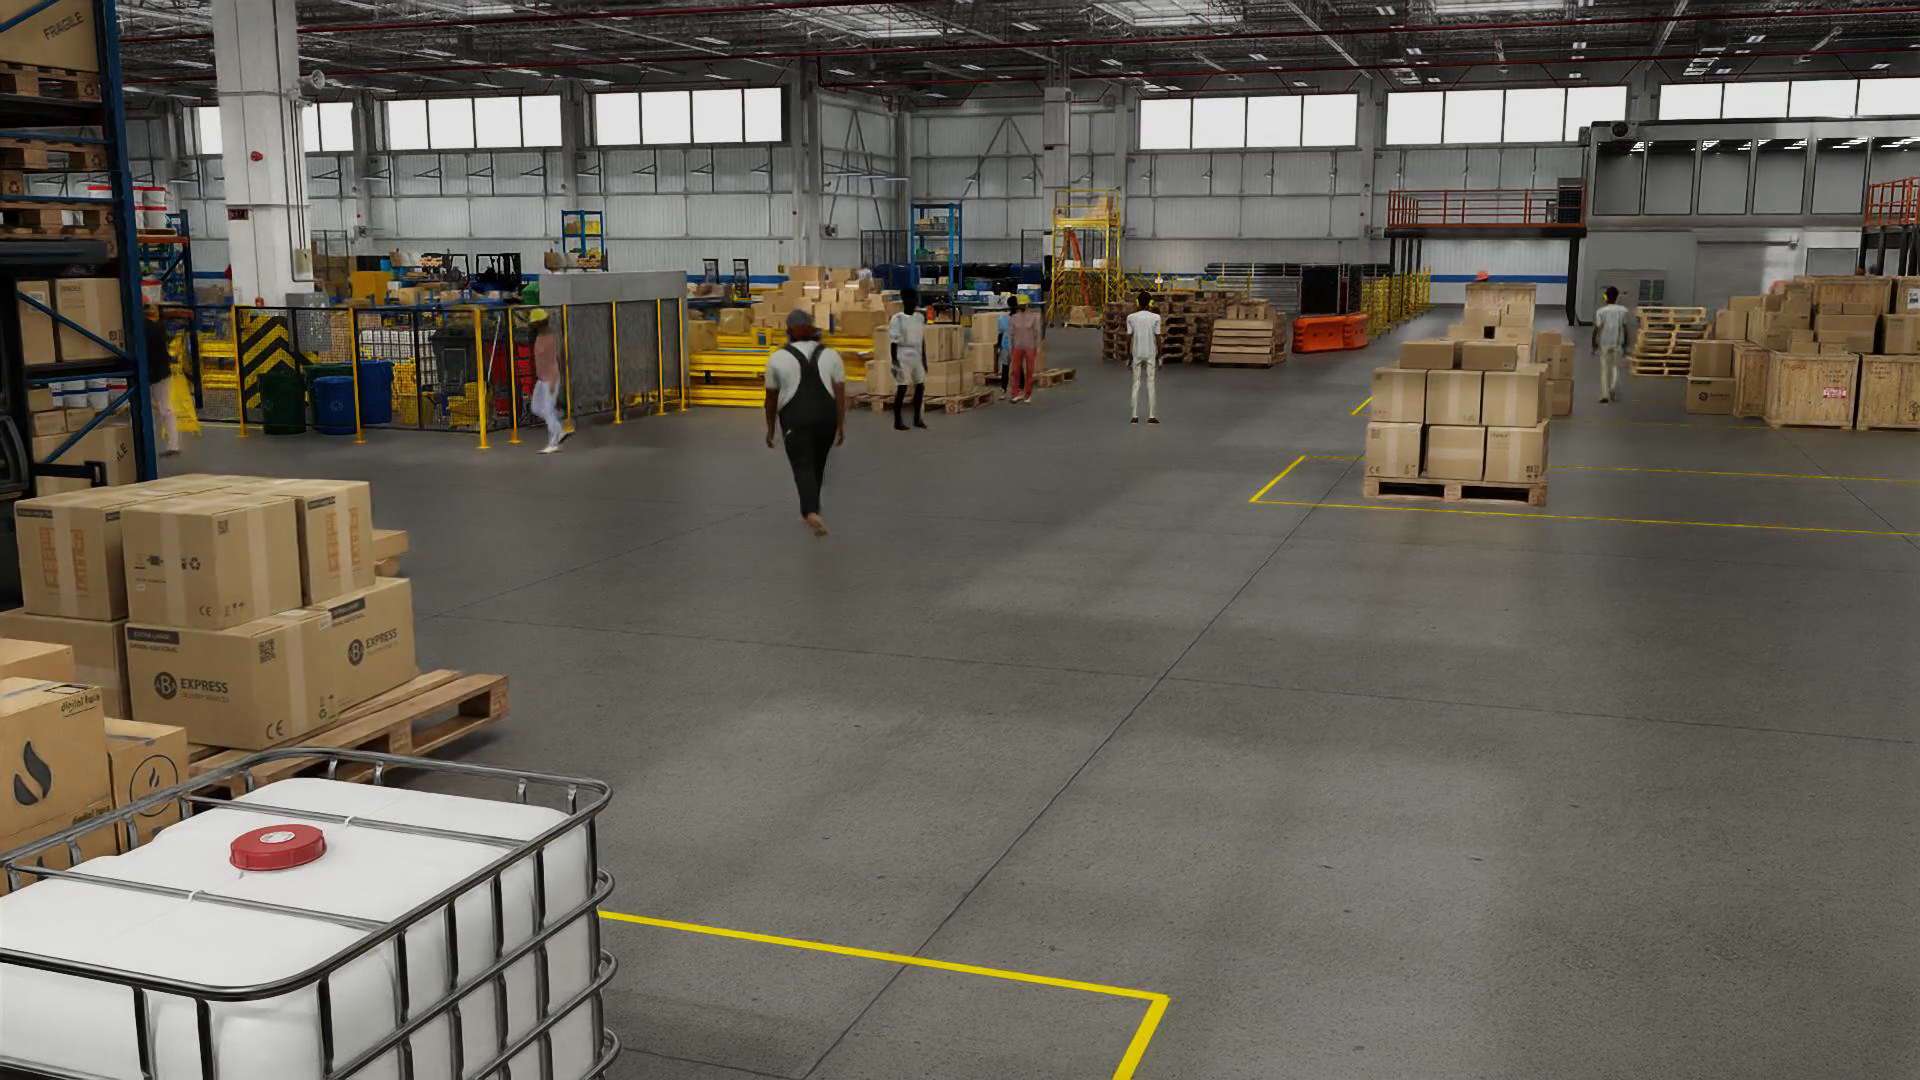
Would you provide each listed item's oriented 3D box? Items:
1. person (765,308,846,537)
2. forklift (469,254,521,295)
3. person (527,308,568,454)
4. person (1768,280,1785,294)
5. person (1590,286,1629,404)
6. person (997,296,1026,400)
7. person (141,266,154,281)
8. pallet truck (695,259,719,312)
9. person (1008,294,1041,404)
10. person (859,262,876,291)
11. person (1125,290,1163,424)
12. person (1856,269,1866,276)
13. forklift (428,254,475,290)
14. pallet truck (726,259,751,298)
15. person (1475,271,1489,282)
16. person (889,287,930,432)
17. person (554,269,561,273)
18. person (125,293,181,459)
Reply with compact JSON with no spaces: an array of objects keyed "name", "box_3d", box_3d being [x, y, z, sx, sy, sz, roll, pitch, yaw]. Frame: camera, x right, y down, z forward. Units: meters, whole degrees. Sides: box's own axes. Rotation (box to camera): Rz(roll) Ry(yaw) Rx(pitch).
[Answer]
[{"name":"person","box_3d":[-1.320,-1.063,14.421,0.692,2.000,1.026,-3,11,-19]},{"name":"forklift","box_3d":[-17.990,-10.121,64.684,1.157,1.987,2.680,3,11,17]},{"name":"person","box_3d":[-4.970,-1.907,19.998,0.390,1.739,0.537,-7,12,-36]},{"name":"person","box_3d":[13.342,-3.295,27.335,0.680,1.914,0.579,1,10,5]},{"name":"person","box_3d":[10.250,-3.073,26.277,0.571,1.848,0.545,1,10,6]},{"name":"person","box_3d":[0.864,-3.089,26.832,0.537,1.693,0.320,2,10,11]},{"name":"person","box_3d":[-28.011,-8.563,57.426,0.597,1.779,0.961,5,11,27]},{"name":"pallet truck","box_3d":[-9.165,-9.627,62.776,0.823,1.965,1.885,4,11,23]},{"name":"person","box_3d":[1.005,-2.984,26.106,0.540,1.724,0.871,2,10,10]},{"name":"person","box_3d":[-3.517,-9.361,61.653,0.887,1.866,0.655,-6,12,-32]},{"name":"person","box_3d":[2.578,-2.548,23.268,0.533,1.871,0.320,2,10,14]},{"name":"person","box_3d":[24.282,-6.392,44.962,0.585,1.857,0.842,5,11,26]},{"name":"forklift","box_3d":[-20.133,-10.254,65.465,1.157,1.987,2.680,3,11,19]},{"name":"pallet truck","box_3d":[-7.986,-9.493,62.019,0.823,1.965,1.885,3,11,17]},{"name":"person","box_3d":[11.668,-5.040,37.151,0.397,1.926,0.589,5,11,25]},{"name":"person","box_3d":[-0.680,-2.411,22.286,0.402,1.945,0.613,10,14,43]},{"name":"person","box_3d":[-13.659,-8.482,56.245,0.422,2.024,0.631,-5,11,-28]},{"name":"person","box_3d":[-9.588,-1.921,19.533,1.027,1.935,0.644,4,11,22]}]
